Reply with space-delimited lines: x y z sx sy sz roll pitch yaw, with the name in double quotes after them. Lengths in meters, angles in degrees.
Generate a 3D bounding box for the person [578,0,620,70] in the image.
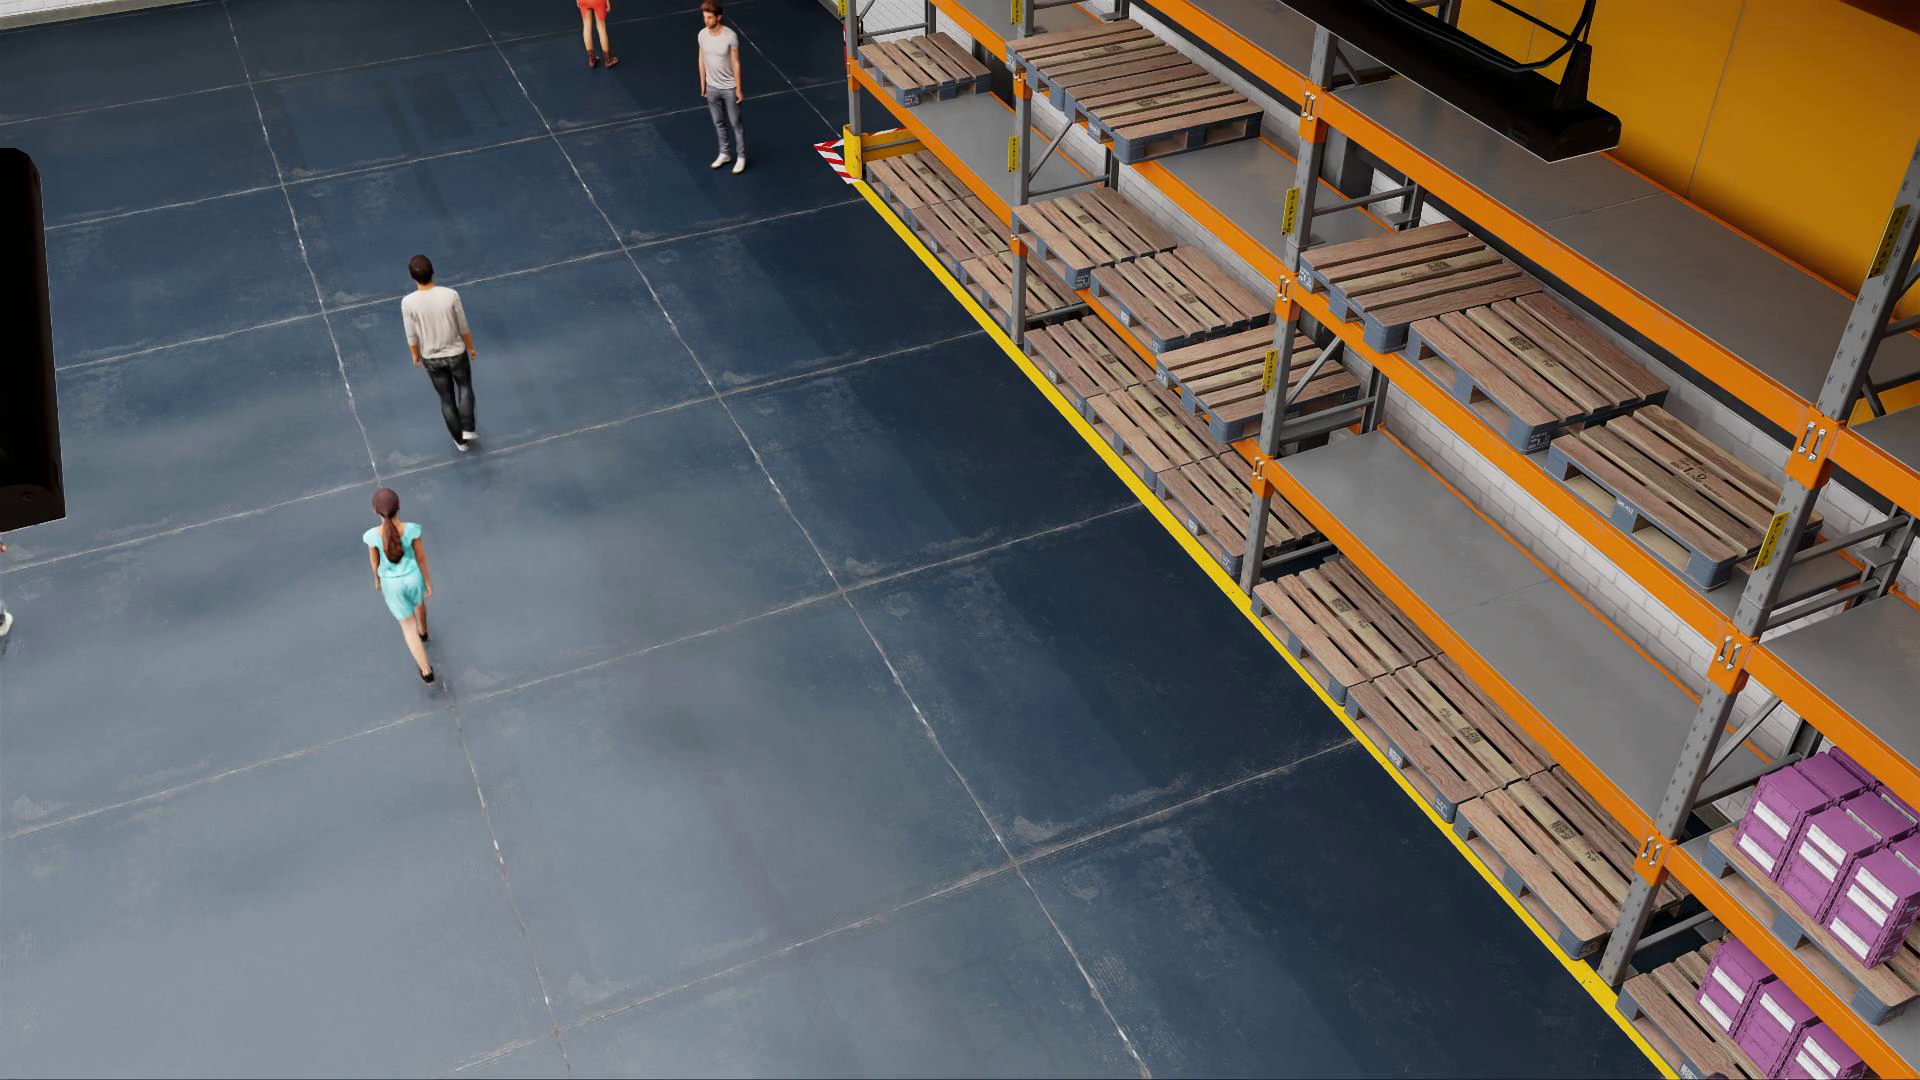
-4.486 -6.595 20.241 0.671 1.719 0.701 6 39 8 "person"

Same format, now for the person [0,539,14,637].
-7.192 0.170 12.112 0.610 1.292 0.721 -7 39 -9 "person"

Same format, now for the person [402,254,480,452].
-4.267 -1.494 13.790 0.710 1.799 0.682 -11 40 -14 "person"

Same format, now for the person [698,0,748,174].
-2.563 -4.933 18.025 0.748 1.887 0.807 13 40 15 "person"

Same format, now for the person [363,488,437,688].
-3.913 0.344 11.708 0.554 1.525 1.047 -16 41 -20 "person"
